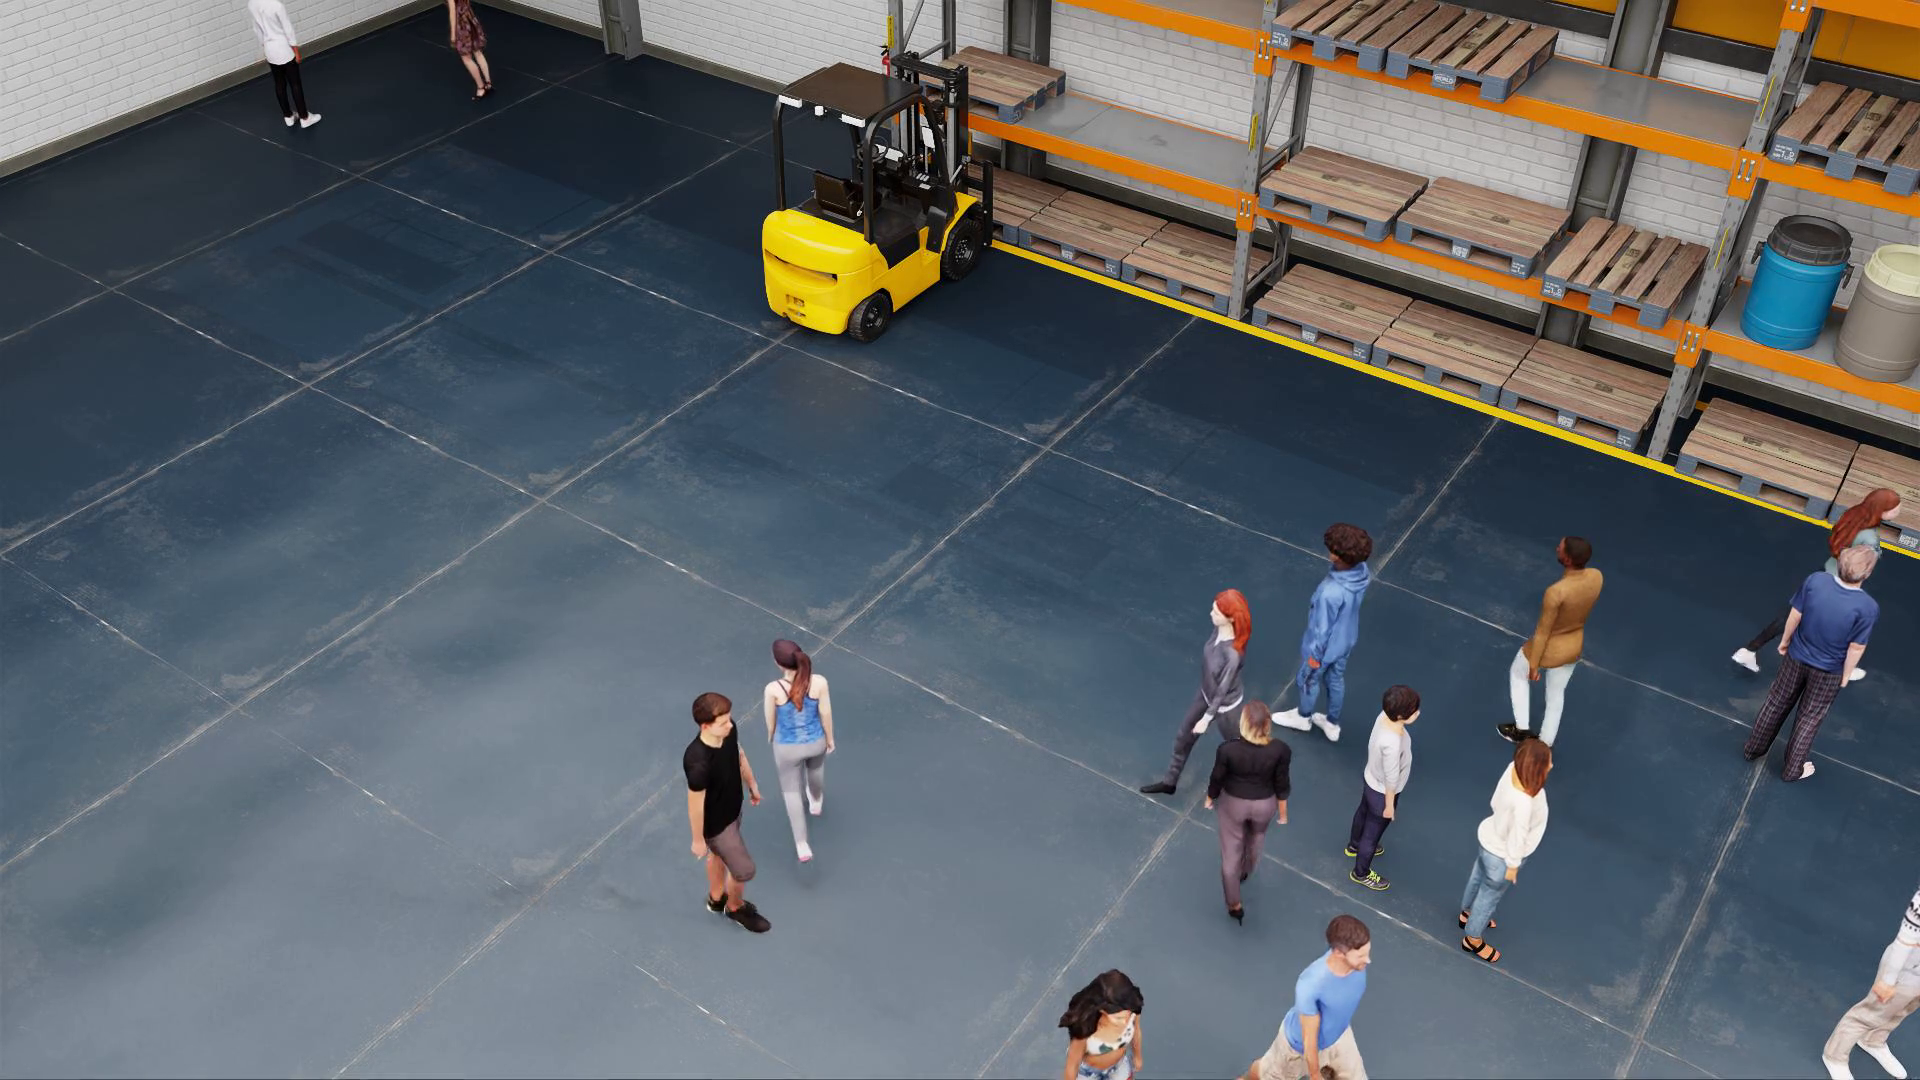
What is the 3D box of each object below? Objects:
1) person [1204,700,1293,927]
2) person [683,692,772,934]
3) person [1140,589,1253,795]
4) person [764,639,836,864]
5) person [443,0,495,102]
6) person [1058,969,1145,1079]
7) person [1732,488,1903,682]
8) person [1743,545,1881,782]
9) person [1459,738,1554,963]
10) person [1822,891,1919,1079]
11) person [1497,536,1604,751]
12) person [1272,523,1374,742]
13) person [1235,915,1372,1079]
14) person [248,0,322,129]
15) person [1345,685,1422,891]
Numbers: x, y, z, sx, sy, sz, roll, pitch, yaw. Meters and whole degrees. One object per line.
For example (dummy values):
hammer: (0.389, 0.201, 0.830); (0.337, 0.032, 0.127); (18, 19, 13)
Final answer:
person: (1.719, 1.670, 9.847); (0.824, 1.655, 0.880); (-2, 39, -2)
person: (-1.497, 1.577, 9.806); (0.819, 1.852, 0.815); (9, 40, 11)
person: (1.738, 1.046, 10.564); (1.148, 1.735, 1.077); (-6, 39, -7)
person: (-0.992, 1.319, 10.346); (0.936, 1.580, 1.061); (-10, 40, -12)
person: (-5.735, -5.937, 19.298); (0.817, 1.746, 0.818); (12, 40, 14)
person: (0.687, 2.691, 8.618); (0.778, 1.593, 0.787); (-13, 41, -16)
person: (5.951, 0.333, 11.486); (1.247, 1.698, 1.044); (0, 39, 0)
person: (5.553, 0.781, 10.787); (0.777, 1.871, 0.587); (-27, 46, -30)
person: (3.165, 1.772, 9.697); (0.678, 1.683, 0.687); (7, 39, 9)
person: (5.147, 2.268, 8.935); (0.765, 1.859, 0.753); (-15, 41, -18)
person: (3.942, 0.770, 10.856); (0.799, 1.802, 0.837); (-12, 40, -15)
person: (2.488, 0.653, 11.010); (0.733, 1.793, 0.736); (-31, 48, -33)
person: (1.770, 2.531, 8.642); (0.928, 1.814, 1.305); (-24, 44, -27)
person: (-7.689, -5.557, 18.772); (0.599, 1.809, 0.745); (11, 40, 14)
person: (2.575, 1.477, 10.170); (0.629, 1.553, 0.620); (3, 39, 4)
